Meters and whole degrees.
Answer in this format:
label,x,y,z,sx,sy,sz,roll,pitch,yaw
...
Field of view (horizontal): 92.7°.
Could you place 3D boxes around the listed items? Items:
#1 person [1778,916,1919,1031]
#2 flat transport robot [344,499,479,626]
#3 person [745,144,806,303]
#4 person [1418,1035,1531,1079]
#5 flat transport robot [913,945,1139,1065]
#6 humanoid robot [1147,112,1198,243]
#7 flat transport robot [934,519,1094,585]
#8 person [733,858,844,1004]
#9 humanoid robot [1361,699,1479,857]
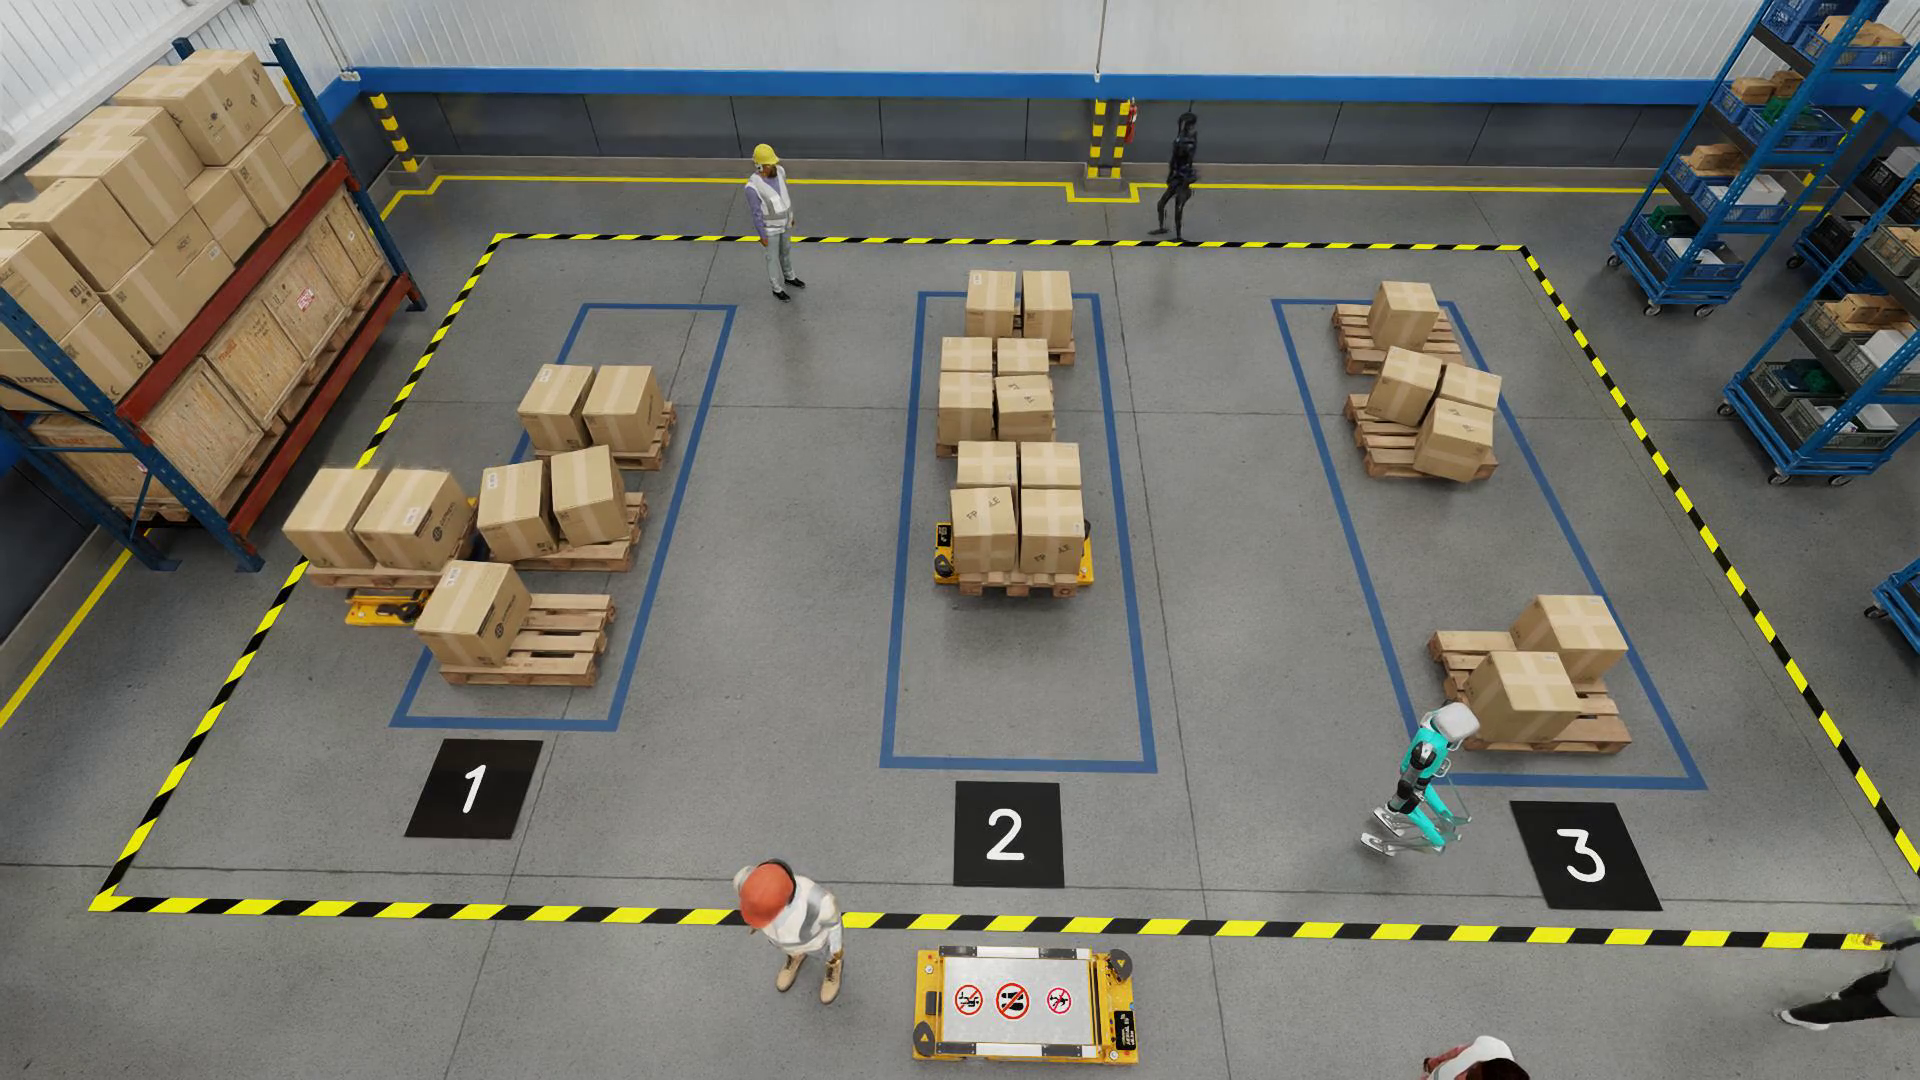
label,x,y,z,sx,sy,sz,roll,pitch,yaw
person,5.774,2.598,5.372,0.791,1.815,0.599,6,51,5
flat transport robot,-4.995,0.143,8.351,0.652,0.197,1.431,1,51,1
person,-2.088,-3.598,10.407,0.404,1.837,0.589,24,55,18
person,2.591,3.077,4.923,0.394,1.911,0.580,22,54,17
flat transport robot,0.422,3.041,6.007,1.431,0.231,0.659,1,51,1
humanoid robot,2.632,-4.351,11.130,0.523,1.642,0.608,-7,51,-6
flat transport robot,0.490,0.087,8.397,1.431,0.197,0.652,1,51,1
person,-0.987,2.344,5.439,0.611,2.029,0.401,13,52,10
humanoid robot,3.168,1.700,6.065,0.735,1.677,0.533,35,59,25
